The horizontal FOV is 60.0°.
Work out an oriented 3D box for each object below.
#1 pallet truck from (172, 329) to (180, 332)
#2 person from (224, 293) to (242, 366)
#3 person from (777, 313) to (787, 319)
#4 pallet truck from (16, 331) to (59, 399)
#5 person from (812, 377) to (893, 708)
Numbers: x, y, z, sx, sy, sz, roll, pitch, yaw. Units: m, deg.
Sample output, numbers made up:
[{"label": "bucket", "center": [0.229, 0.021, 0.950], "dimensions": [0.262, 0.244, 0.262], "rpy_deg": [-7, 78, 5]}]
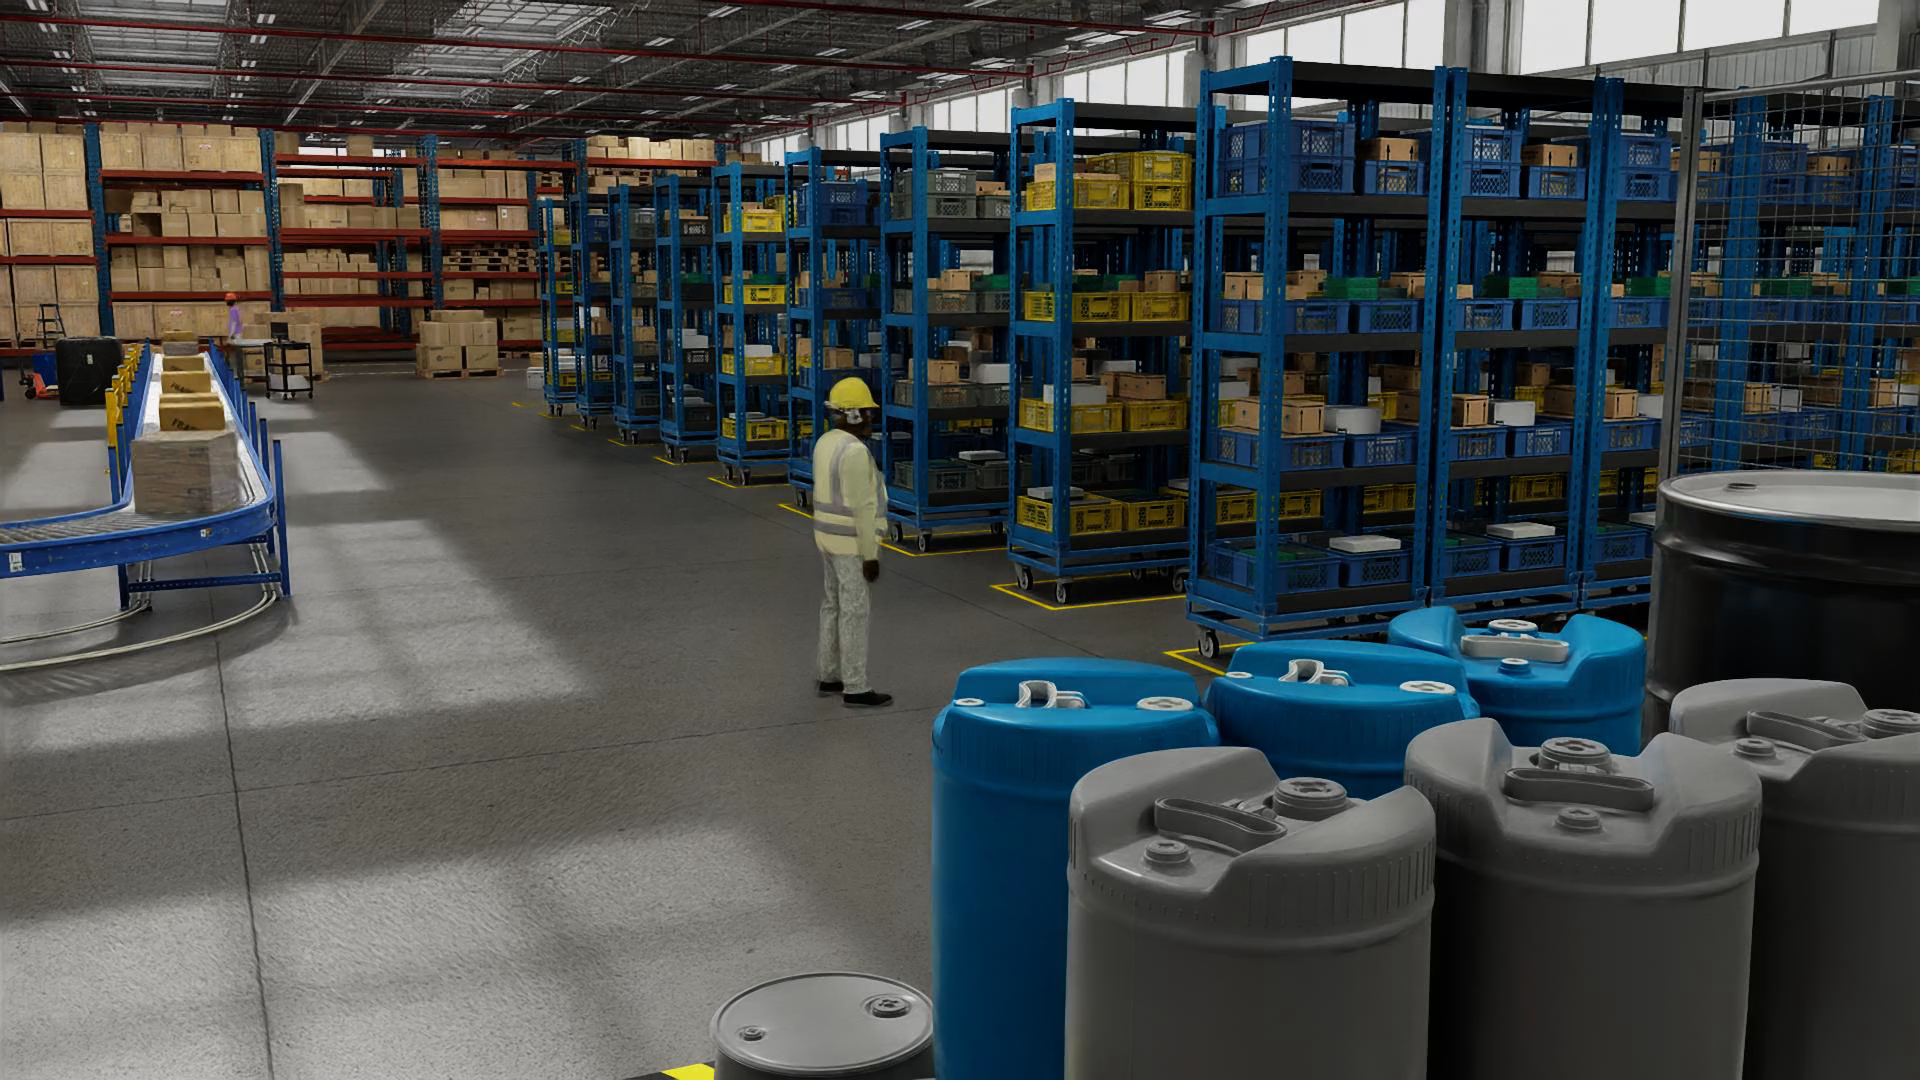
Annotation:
[{"label": "pallet truck", "center": [-17.275, -3.851, 35.096], "dimensions": [1.601, 1.201, 0.680], "rpy_deg": [0, 9, 1]}, {"label": "person", "center": [-18.173, -5.252, 41.739], "dimensions": [0.970, 1.896, 0.556], "rpy_deg": [-4, 10, -26]}, {"label": "person", "center": [-4.974, -6.008, 46.239], "dimensions": [0.602, 1.950, 0.380], "rpy_deg": [4, 10, 26]}, {"label": "pallet truck", "center": [-17.082, -3.353, 31.781], "dimensions": [1.630, 1.274, 0.653], "rpy_deg": [-4, 10, -25]}, {"label": "person", "center": [-0.603, 0.015, 9.239], "dimensions": [0.403, 1.832, 0.602], "rpy_deg": [-4, 10, -25]}]
